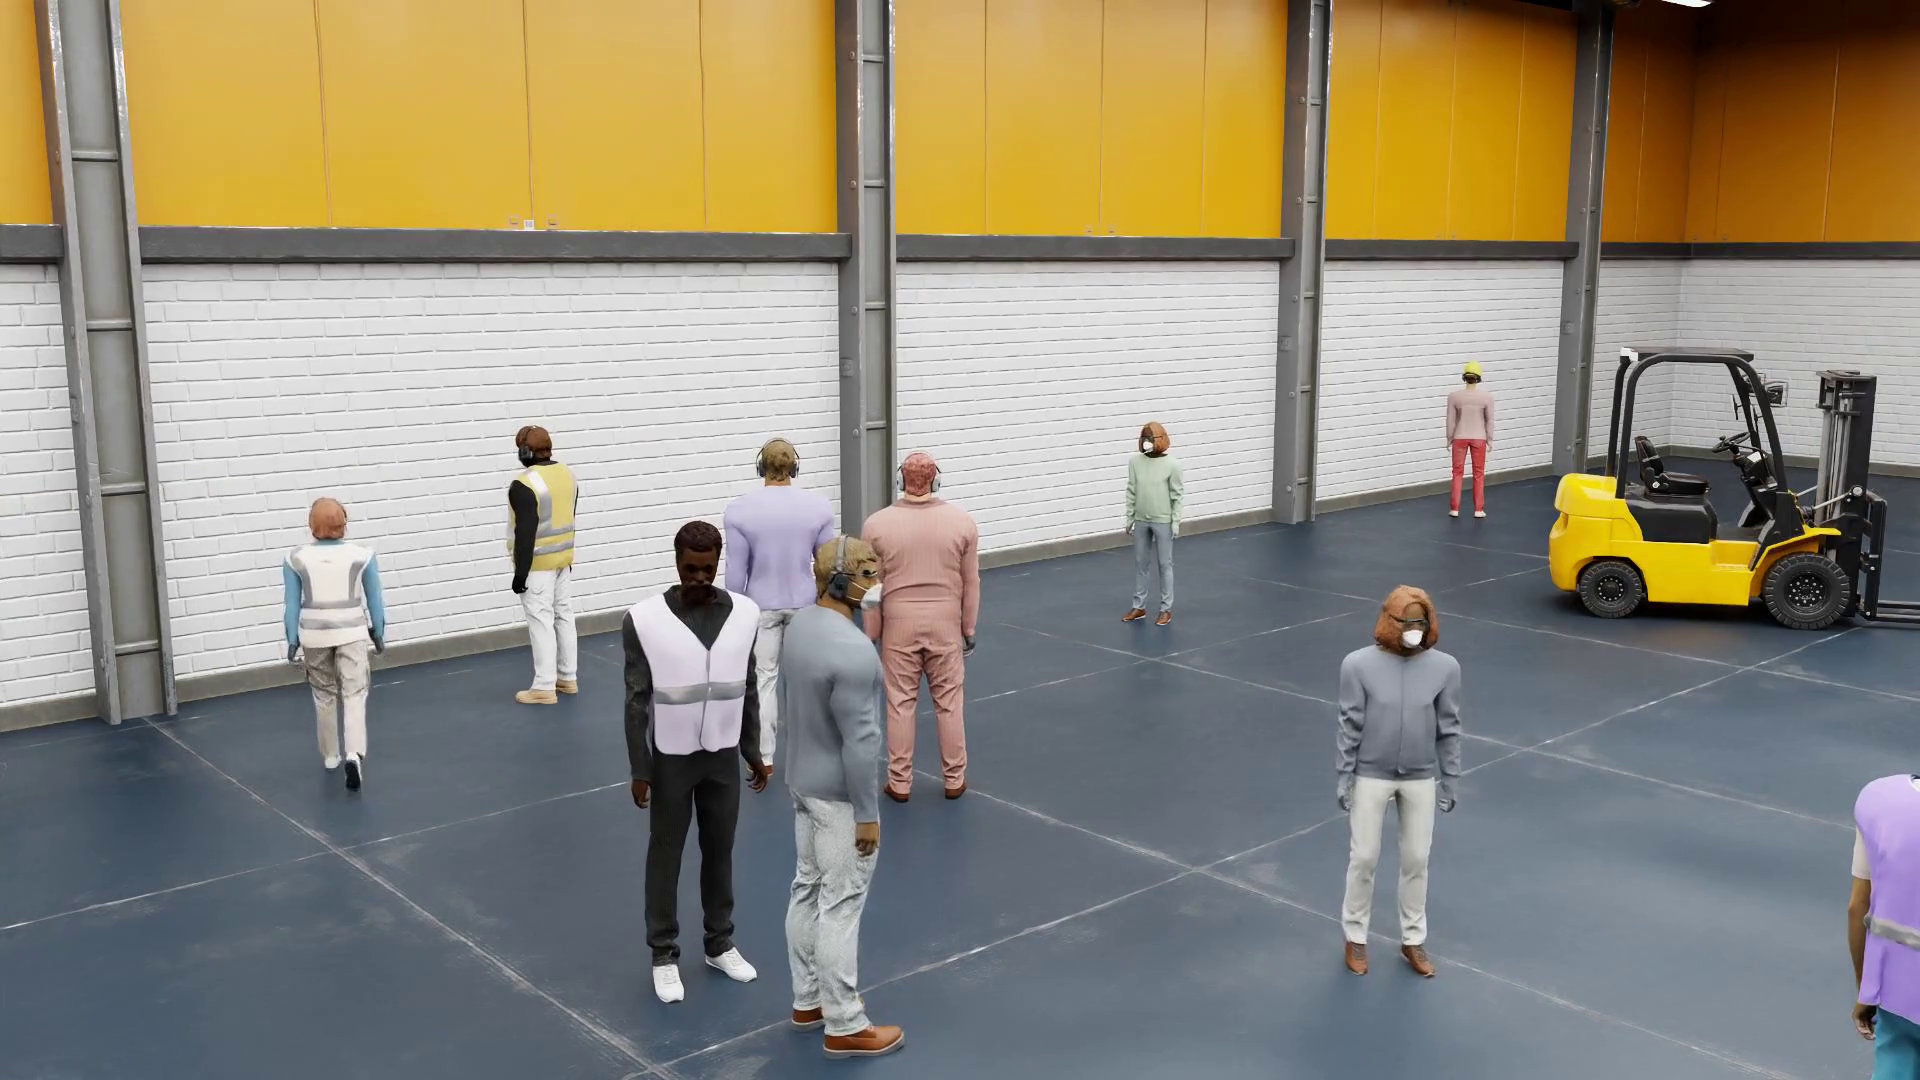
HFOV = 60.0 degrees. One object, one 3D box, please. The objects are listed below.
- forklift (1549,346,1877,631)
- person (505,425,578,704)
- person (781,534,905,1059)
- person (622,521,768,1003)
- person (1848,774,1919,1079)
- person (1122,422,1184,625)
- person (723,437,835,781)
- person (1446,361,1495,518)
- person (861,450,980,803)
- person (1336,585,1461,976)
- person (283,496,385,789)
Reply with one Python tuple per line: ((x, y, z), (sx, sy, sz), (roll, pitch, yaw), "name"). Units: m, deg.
((6.109, -0.478, 13.691), (2.313, 2.155, 1.214), (3, 10, 16), "forklift")
((-2.771, 0.159, 10.999), (0.429, 1.839, 0.634), (3, 10, 19), "person")
((-0.459, 0.936, 6.167), (0.371, 1.936, 0.629), (-5, 11, -27), "person")
((-1.061, 0.861, 6.675), (0.587, 1.914, 0.390), (-6, 12, -33), "person")
((2.616, 1.282, 4.430), (0.389, 1.838, 0.563), (-4, 11, -24), "person")
((1.548, -0.135, 13.320), (0.501, 1.633, 0.284), (7, 12, 36), "person")
((-1.010, 0.389, 9.358), (0.636, 1.938, 0.358), (-3, 10, -17), "person")
((5.731, -1.121, 18.710), (0.523, 1.769, 0.309), (3, 10, 19), "person")
((-0.215, 0.469, 8.987), (0.642, 1.910, 0.401), (-1, 10, -5), "person")
((1.782, 0.982, 6.808), (0.502, 1.629, 0.272), (0, 10, 1), "person")
((-3.489, 0.569, 9.284), (0.526, 1.614, 0.750), (-3, 10, -16), "person")
